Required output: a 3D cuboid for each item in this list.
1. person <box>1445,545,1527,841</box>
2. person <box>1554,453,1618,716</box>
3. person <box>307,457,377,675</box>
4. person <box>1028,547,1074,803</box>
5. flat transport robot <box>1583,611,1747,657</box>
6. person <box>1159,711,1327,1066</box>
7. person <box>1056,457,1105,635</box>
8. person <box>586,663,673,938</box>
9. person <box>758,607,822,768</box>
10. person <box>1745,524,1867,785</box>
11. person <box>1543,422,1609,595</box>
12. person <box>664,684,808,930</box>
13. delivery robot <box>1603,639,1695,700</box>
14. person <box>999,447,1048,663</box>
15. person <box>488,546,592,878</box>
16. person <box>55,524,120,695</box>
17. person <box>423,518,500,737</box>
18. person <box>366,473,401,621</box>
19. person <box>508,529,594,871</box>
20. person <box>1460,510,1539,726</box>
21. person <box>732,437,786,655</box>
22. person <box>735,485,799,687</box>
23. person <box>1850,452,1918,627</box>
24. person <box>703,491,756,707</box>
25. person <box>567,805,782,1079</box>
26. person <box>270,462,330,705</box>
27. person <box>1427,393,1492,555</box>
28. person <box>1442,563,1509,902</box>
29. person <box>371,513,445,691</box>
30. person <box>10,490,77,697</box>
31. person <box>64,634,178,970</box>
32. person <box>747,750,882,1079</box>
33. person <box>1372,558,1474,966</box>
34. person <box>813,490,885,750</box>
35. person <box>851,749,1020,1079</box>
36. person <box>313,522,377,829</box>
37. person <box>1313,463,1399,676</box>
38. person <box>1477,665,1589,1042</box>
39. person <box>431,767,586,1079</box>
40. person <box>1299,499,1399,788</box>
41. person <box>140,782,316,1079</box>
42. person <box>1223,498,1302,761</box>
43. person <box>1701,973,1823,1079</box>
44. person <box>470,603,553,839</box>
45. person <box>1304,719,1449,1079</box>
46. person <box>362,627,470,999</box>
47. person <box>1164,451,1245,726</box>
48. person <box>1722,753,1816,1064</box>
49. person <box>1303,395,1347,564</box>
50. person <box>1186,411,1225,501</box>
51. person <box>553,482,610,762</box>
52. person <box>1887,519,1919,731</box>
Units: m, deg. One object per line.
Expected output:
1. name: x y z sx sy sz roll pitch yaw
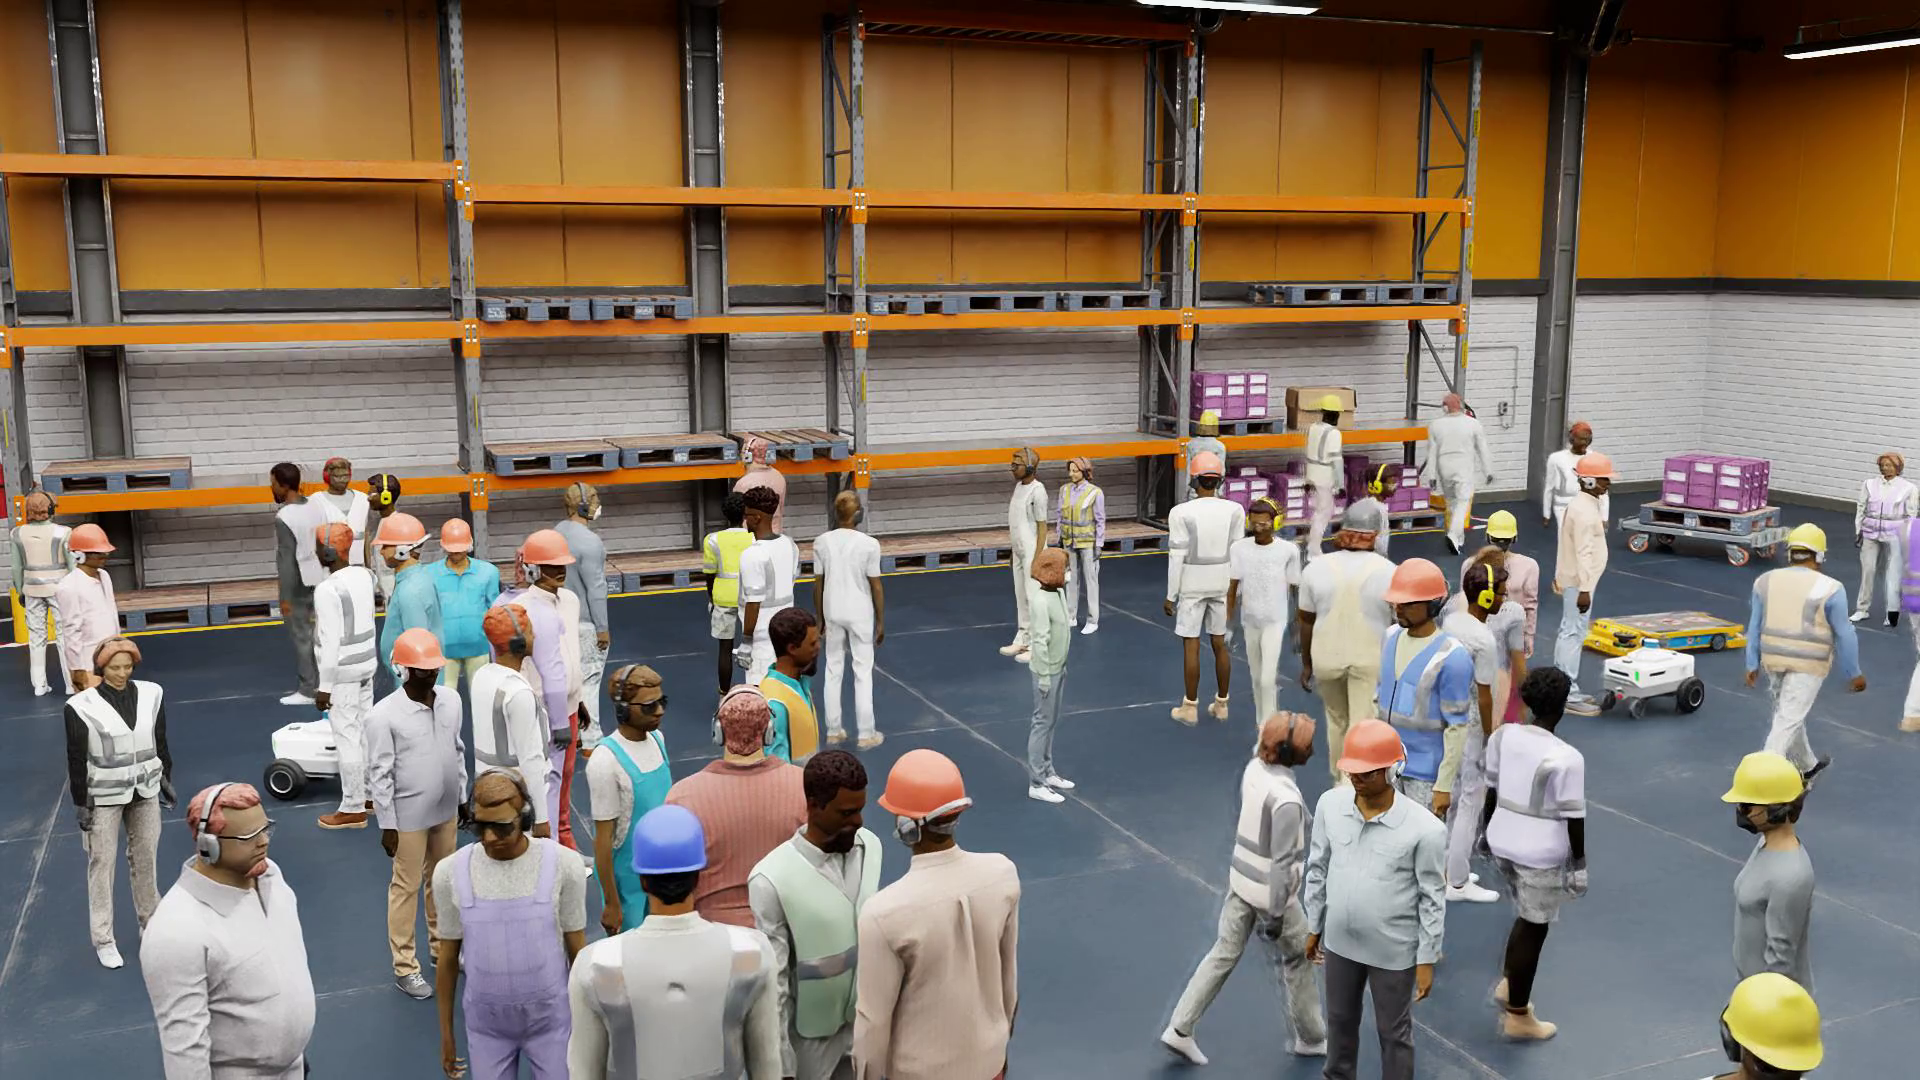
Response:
1. person: 3.059 0.926 9.839 0.962 1.785 0.529 -8 12 -37
2. person: 4.751 0.324 12.679 0.394 1.994 0.612 3 10 15
3. person: -5.081 0.232 13.641 0.389 1.844 0.566 8 13 38
4. person: 0.585 0.849 10.686 0.277 1.635 0.507 3 10 16
5. flat transport robot: 6.245 0.824 14.759 1.431 0.197 0.652 -3 10 -19
6. person: 1.268 1.490 7.095 0.849 1.596 0.505 -2 10 -14
7. person: 1.104 0.047 15.297 0.523 1.638 0.311 9 13 41
8. person: -1.338 1.407 6.871 0.326 1.843 0.515 3 10 17
9. person: -0.803 1.246 7.594 0.398 1.917 0.590 0 10 1
10. person: 5.396 0.791 10.631 0.981 1.768 0.626 -6 11 -29
11. person: 6.154 -0.277 16.650 0.587 1.825 1.064 1 10 3
12. person: -0.791 1.480 6.275 0.643 1.909 0.409 -2 10 -14
13. delivery robot: 5.252 0.997 12.677 0.707 0.478 0.477 -6 11 -30
14. person: 0.565 0.123 14.268 0.340 1.845 0.512 -4 11 -23
15. person: -2.348 0.960 9.285 0.403 1.904 0.637 -9 13 -41
16. person: -5.642 0.757 10.879 0.341 1.750 0.567 -1 10 -3
17. person: -3.351 0.710 11.173 0.571 1.742 0.337 -4 11 -23
18. person: -4.253 0.430 12.428 0.328 1.872 0.514 -4 11 -23
19. person: -2.269 0.925 9.214 0.376 1.995 0.608 4 11 21
20. person: 3.690 0.660 11.434 0.518 1.756 0.347 2 10 12
21. person: -1.782 0.054 14.490 0.407 1.908 0.641 5 11 24
22. person: -1.305 0.608 11.124 0.367 1.966 0.606 4 11 21
23. person: 8.691 -0.014 15.648 0.306 1.640 0.522 -9 13 -41
24. person: -1.684 0.472 12.686 0.535 1.697 0.318 0 10 -2
25. person: -0.817 1.720 4.823 0.616 1.935 0.421 -3 10 -16
26. person: -5.098 0.344 12.818 0.448 1.905 0.611 0 10 2
27. person: 5.807 -0.782 19.453 0.720 1.855 0.900 6 11 30
28. person: 2.762 1.036 8.993 0.338 1.857 0.525 -2 10 -10
29. person: -3.214 0.828 9.773 0.381 1.994 0.617 -3 10 -15
30. person: -7.168 0.429 13.094 0.523 1.639 0.306 -1 10 -3
31. person: -4.144 1.272 8.241 0.310 1.639 0.514 6 12 33
32. person: -0.453 1.611 5.497 0.391 1.915 0.587 7 12 33
33. person: 2.198 1.091 8.127 0.378 2.042 0.607 -5 11 -25
34. person: -0.780 0.564 11.729 0.516 1.842 0.328 3 10 16
35. person: -0.077 1.623 5.223 0.615 1.988 0.403 -8 12 -37
36. person: -3.750 0.818 10.152 0.350 1.883 0.583 1 10 7
37. person: 3.259 0.275 13.461 0.841 1.836 0.538 3 10 15
38. person: 2.554 1.392 7.424 0.395 1.672 0.589 -4 10 -20
39. person: -1.493 1.636 5.595 0.524 1.834 0.359 -1 10 -5
40. person: 2.446 0.714 10.298 0.686 2.000 0.925 5 11 28
41. person: -2.205 1.672 5.168 0.408 1.906 0.654 1 10 4
42. person: 2.050 0.628 11.400 0.504 1.827 0.852 6 11 30
43. person: 1.988 1.917 4.193 0.515 1.759 0.334 0 10 1
44. person: -2.082 1.224 7.811 0.354 1.884 0.576 -8 13 -38
45. person: 1.566 1.535 6.399 0.572 1.748 0.342 9 13 42
46. person: -2.541 1.272 7.909 0.326 1.752 0.563 5 11 27
47. person: 1.798 0.358 12.344 0.616 2.041 0.379 -3 10 -17
48. person: 2.851 1.616 5.930 0.344 1.756 0.532 3 10 19
49. person: 4.107 -0.676 18.684 0.508 1.909 0.588 -3 10 -15
50. person: 2.749 -0.570 18.580 0.485 1.736 0.319 7 12 35
51. person: -2.600 0.559 11.490 0.372 1.940 0.630 -8 13 -39
52. person: 7.276 0.495 12.338 0.974 1.776 0.645 -6 12 -32
